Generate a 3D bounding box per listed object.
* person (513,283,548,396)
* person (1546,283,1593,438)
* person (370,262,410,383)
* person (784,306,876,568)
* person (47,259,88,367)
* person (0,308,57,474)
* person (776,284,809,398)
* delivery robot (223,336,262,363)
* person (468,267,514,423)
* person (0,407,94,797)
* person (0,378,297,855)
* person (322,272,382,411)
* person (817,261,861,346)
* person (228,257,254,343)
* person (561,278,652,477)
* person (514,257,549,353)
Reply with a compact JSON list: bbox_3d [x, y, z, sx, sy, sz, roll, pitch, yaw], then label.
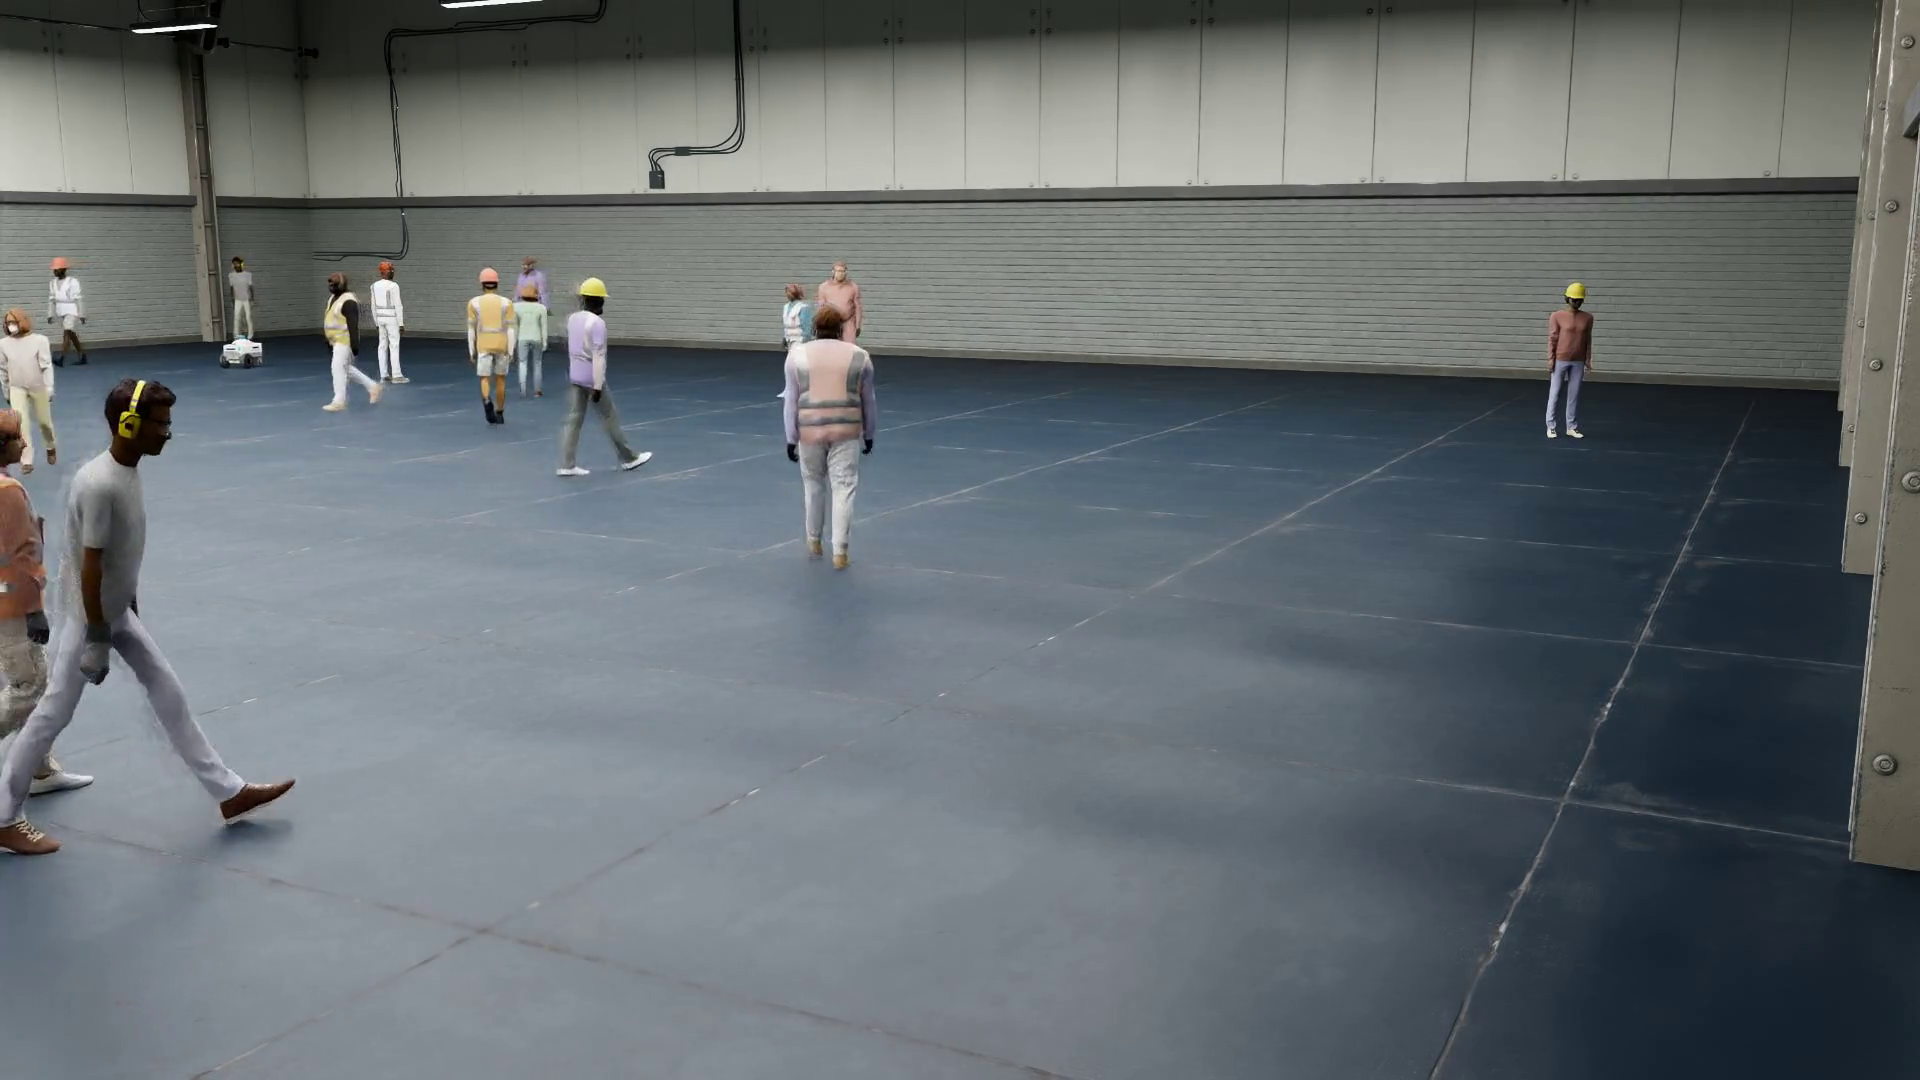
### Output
[{"bbox_3d":[-6.093,-2.823,23.578,0.510,1.615,0.619,-1,10,-7],"label":"person"},{"bbox_3d":[6.920,-2.030,18.876,0.522,1.765,0.317,-1,10,-7],"label":"person"},{"bbox_3d":[-8.886,-3.380,25.905,0.583,1.882,0.350,5,12,27],"label":"person"},{"bbox_3d":[-0.919,-0.748,11.777,0.638,1.798,0.944,-1,10,-4],"label":"person"},{"bbox_3d":[-15.729,-3.978,29.166,0.576,1.877,1.016,3,11,16],"label":"person"},{"bbox_3d":[-9.117,-1.477,16.296,0.507,1.600,0.766,-3,11,-16],"label":"person"},{"bbox_3d":[-2.293,-2.849,23.742,0.754,1.613,0.529,-7,13,-35],"label":"person"},{"bbox_3d":[-12.451,-3.307,28.875,0.477,0.478,0.707,2,11,10],"label":"delivery robot"},{"bbox_3d":[-5.658,-2.330,20.116,0.543,1.917,0.692,-3,11,-14],"label":"person"},{"bbox_3d":[-3.861,0.283,6.631,0.579,1.619,0.532,-10,14,-43],"label":"person"},{"bbox_3d":[-3.163,0.285,6.254,1.121,1.762,0.533,-2,11,-10],"label":"person"},{"bbox_3d":[-8.091,-2.633,22.021,0.770,1.817,0.626,-7,13,-35],"label":"person"},{"bbox_3d":[-1.831,-3.267,25.241,0.671,1.901,0.464,-1,10,-7],"label":"person"},{"bbox_3d":[-15.047,-4.989,34.841,0.520,1.823,0.918,-2,11,-9],"label":"person"},{"bbox_3d":[-3.472,-1.564,16.013,0.592,1.883,0.958,10,14,43],"label":"person"},{"bbox_3d":[-8.361,-4.510,32.132,0.652,1.861,0.965,8,13,36],"label":"person"}]
